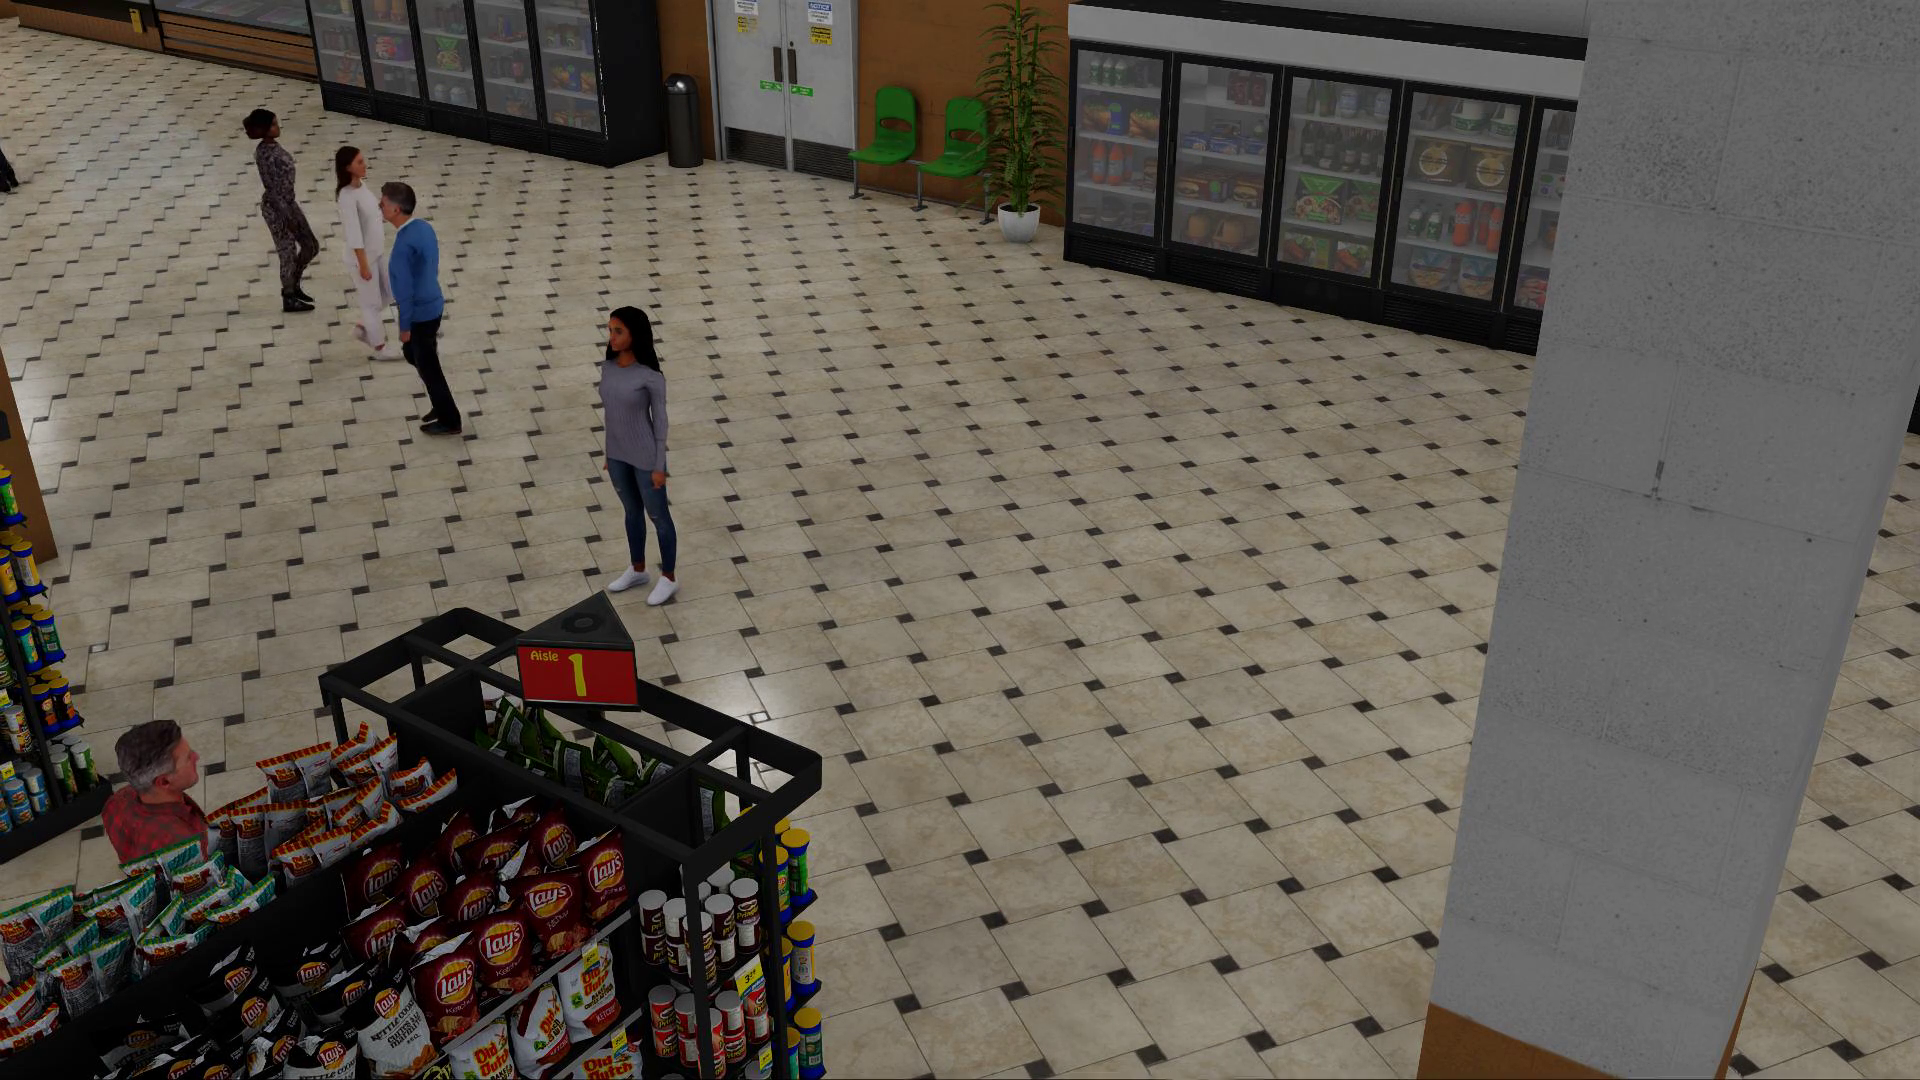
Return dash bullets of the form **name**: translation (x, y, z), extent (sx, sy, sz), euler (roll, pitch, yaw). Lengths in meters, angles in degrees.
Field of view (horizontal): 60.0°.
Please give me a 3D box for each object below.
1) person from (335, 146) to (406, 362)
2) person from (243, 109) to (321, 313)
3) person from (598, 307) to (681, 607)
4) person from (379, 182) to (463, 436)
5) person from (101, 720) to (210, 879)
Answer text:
- **person**: translation (-4.634, -2.185, 12.770), extent (0.842, 1.684, 0.783), euler (-2, 27, -3)
- **person**: translation (-5.686, -2.696, 13.756), extent (0.774, 1.704, 0.710), euler (0, 27, -1)
- **person**: translation (-1.803, -0.481, 9.352), extent (0.600, 1.735, 0.507), euler (17, 32, 30)
- **person**: translation (-3.619, -1.579, 11.443), extent (0.855, 1.804, 0.766), euler (-1, 27, -2)
- **person**: translation (-2.632, 1.428, 5.527), extent (0.732, 1.791, 1.192), euler (21, 34, 35)
